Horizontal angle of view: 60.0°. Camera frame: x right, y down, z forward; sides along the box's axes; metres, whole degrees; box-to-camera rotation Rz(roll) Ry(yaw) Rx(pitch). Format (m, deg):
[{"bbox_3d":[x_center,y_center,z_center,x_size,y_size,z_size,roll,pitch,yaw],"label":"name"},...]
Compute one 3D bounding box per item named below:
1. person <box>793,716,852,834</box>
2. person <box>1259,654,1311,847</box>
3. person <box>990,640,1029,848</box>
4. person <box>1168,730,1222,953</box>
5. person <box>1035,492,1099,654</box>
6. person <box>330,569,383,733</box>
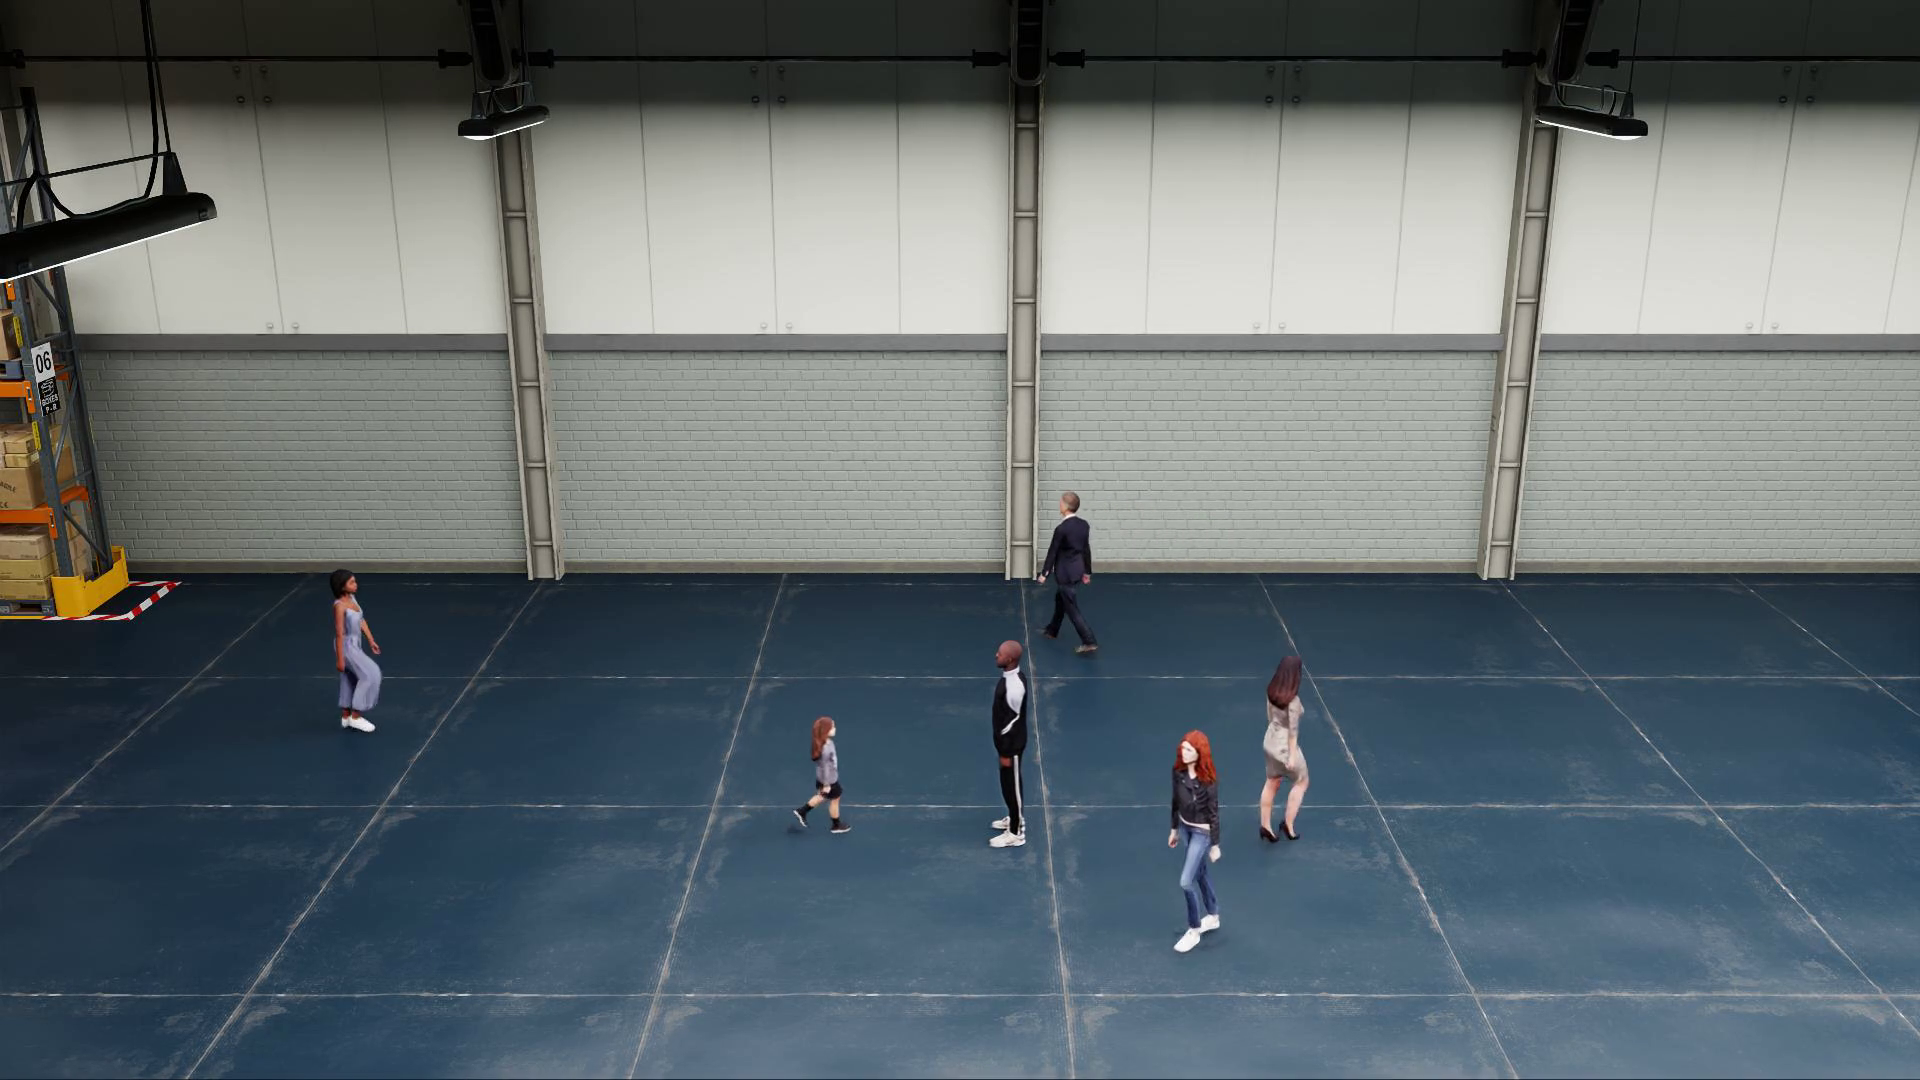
[{"bbox_3d":[-1.205,2.035,14.404,0.736,1.095,0.516,-2,18,-6],"label":"person"},{"bbox_3d":[2.655,1.810,14.074,0.761,1.726,0.730,-9,20,-25],"label":"person"},{"bbox_3d":[0.445,1.710,14.219,0.534,1.825,0.650,1,18,3],"label":"person"},{"bbox_3d":[1.835,2.255,12.664,0.922,1.753,0.815,-12,21,-32],"label":"person"},{"bbox_3d":[1.258,0.389,18.356,1.275,1.776,1.184,16,24,40],"label":"person"},{"bbox_3d":[-6.095,1.092,16.350,0.721,1.681,0.634,-3,18,-10],"label":"person"}]
